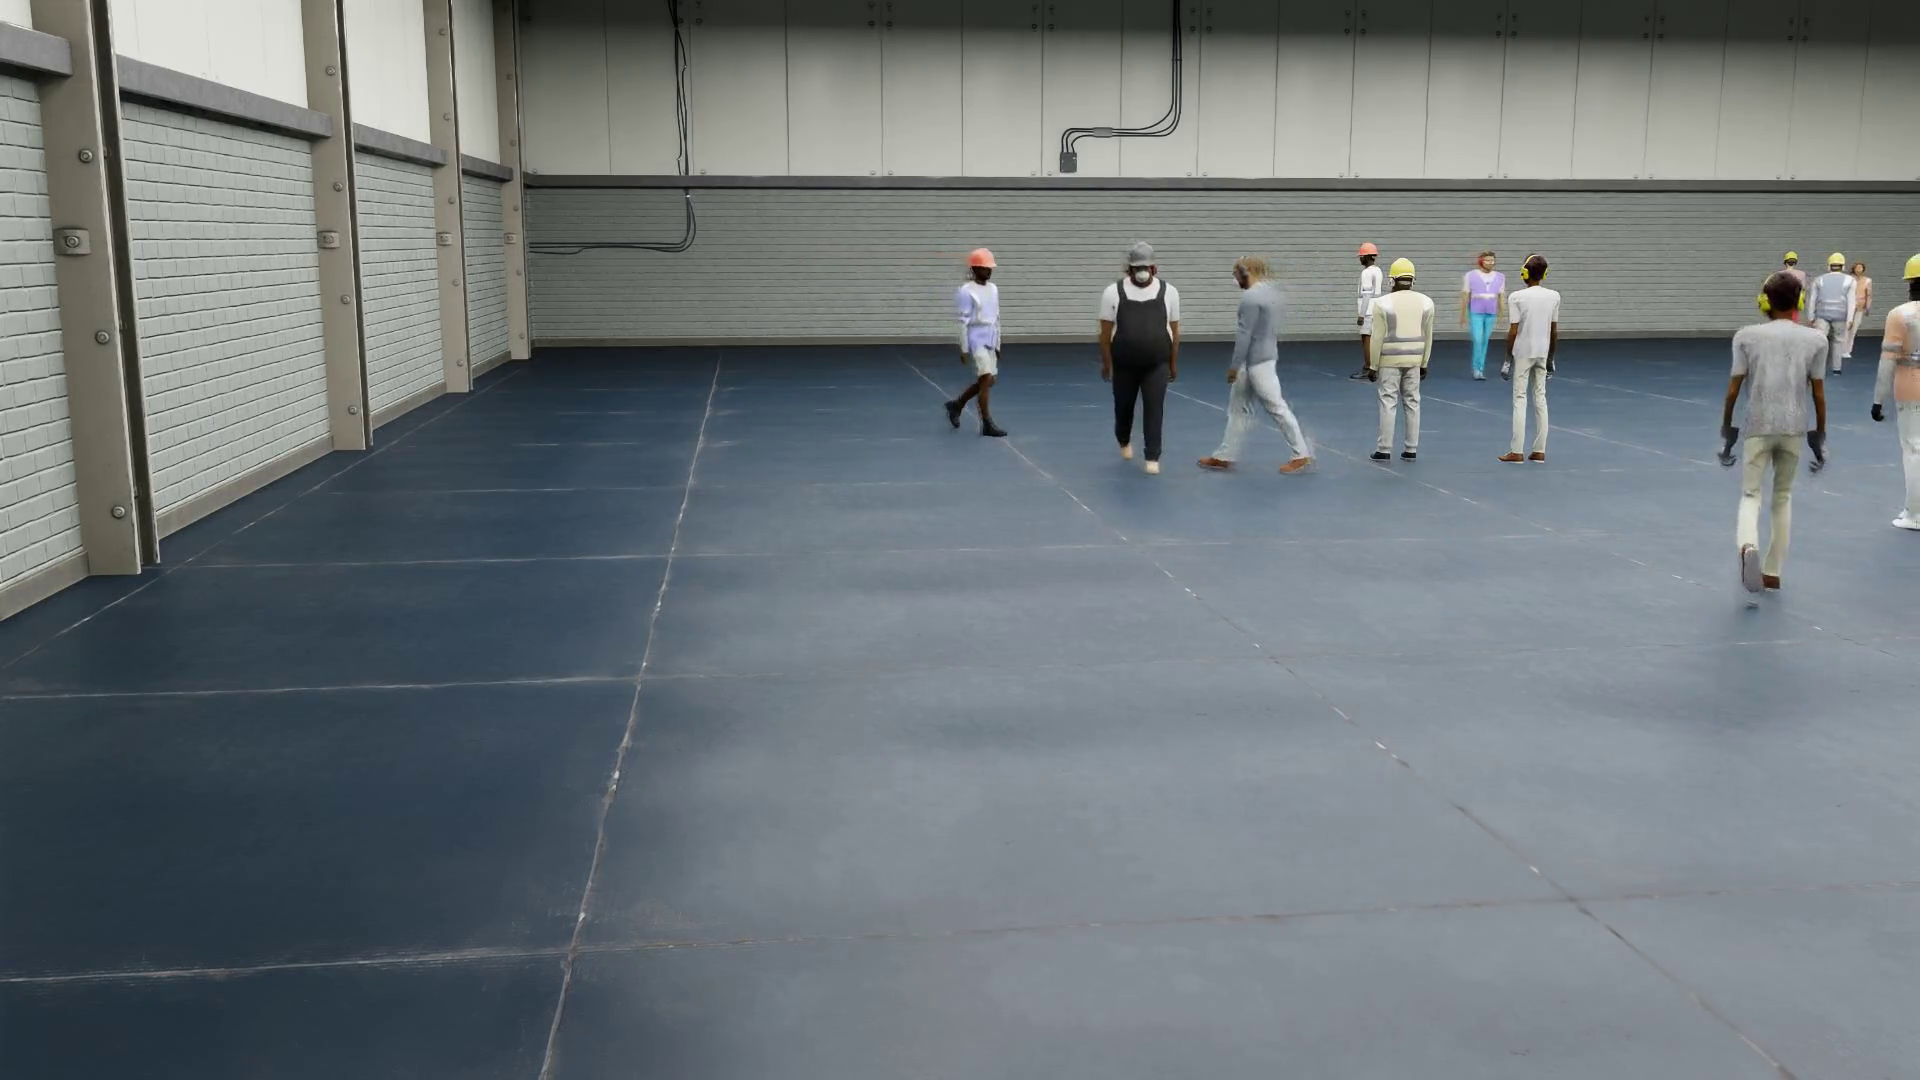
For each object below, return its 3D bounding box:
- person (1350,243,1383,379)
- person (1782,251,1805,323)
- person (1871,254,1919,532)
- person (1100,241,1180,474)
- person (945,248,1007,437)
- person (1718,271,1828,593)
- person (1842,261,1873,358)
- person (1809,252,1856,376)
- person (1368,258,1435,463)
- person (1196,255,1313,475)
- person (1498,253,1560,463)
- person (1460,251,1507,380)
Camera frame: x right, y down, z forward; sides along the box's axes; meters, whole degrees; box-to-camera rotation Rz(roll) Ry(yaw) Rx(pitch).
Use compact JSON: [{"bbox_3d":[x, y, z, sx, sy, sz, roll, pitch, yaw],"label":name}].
[{"bbox_3d":[5.800,-3.258,23.721,0.362,1.935,0.548,6,12,30],"label":"person"},{"bbox_3d":[14.366,-4.115,28.887,0.525,1.769,0.315,1,10,7],"label":"person"},{"bbox_3d":[6.631,-1.026,11.561,0.613,1.901,0.651,-1,10,-5],"label":"person"},{"bbox_3d":[1.563,-1.634,14.532,0.686,2.000,0.927,1,10,4],"label":"person"},{"bbox_3d":[0.161,-2.022,17.010,0.776,1.913,0.552,8,13,38],"label":"person"},{"bbox_3d":[4.585,-0.585,9.352,0.569,1.840,0.682,4,11,19],"label":"person"},{"bbox_3d":[14.845,-3.804,27.580,0.505,1.609,0.700,1,10,8],"label":"person"},{"bbox_3d":[12.640,-3.263,24.116,0.607,1.814,0.742,8,13,37],"label":"person"},{"bbox_3d":[3.935,-1.602,14.925,0.590,1.833,0.404,-2,11,-13],"label":"person"},{"bbox_3d":[2.588,-1.502,14.288,1.014,1.878,0.622,2,11,13],"label":"person"},{"bbox_3d":[5.100,-1.619,14.902,0.510,1.877,0.328,-2,11,-13],"label":"person"},{"bbox_3d":[7.372,-3.126,23.293,0.608,1.819,0.744,-1,10,-6],"label":"person"}]
